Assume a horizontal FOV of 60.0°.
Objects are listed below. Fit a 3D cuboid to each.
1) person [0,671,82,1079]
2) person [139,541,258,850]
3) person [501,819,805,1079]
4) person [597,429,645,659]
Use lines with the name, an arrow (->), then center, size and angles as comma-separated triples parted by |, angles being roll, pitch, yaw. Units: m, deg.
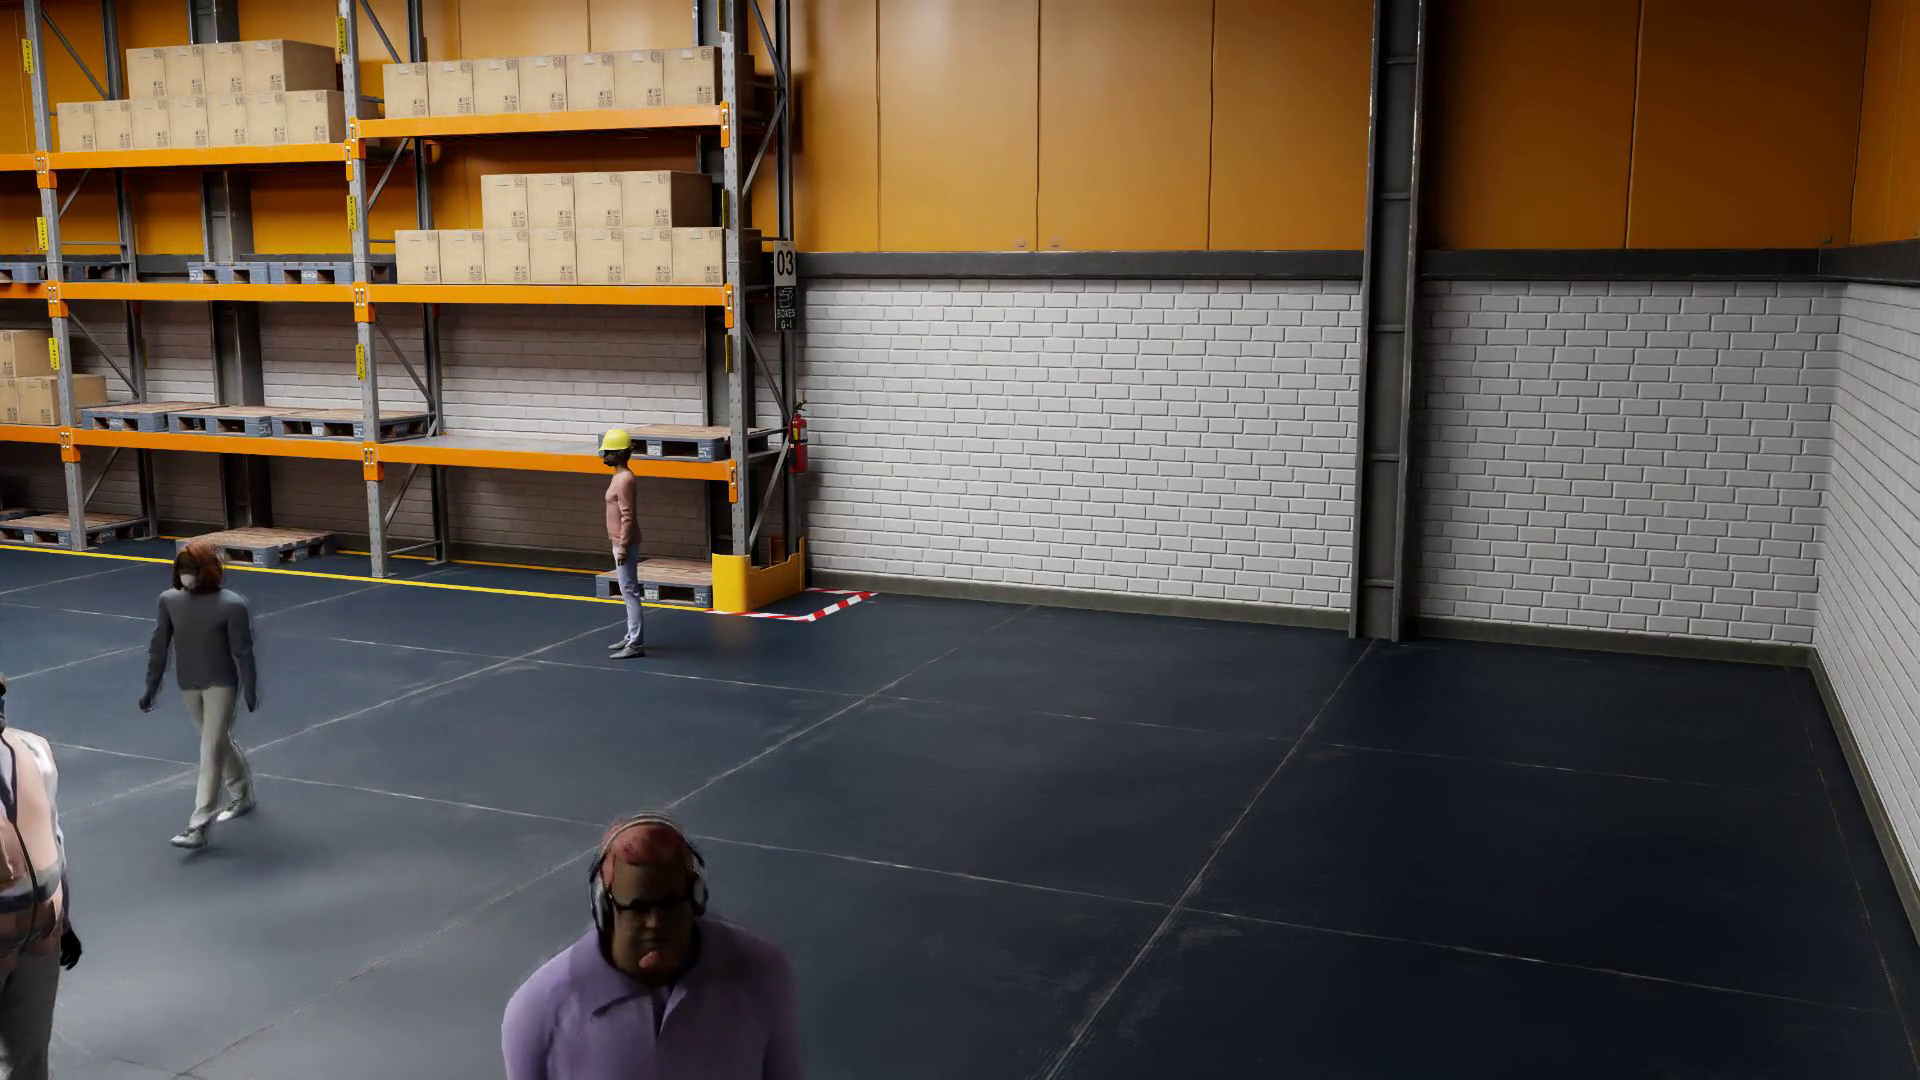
person -> -2.985, 1.258, 5.123 | 0.429, 1.844, 0.623 | 3, 10, 19
person -> -3.982, 0.791, 8.730 | 0.515, 1.587, 0.870 | 2, 10, 13
person -> -0.653, 1.481, 3.614 | 0.652, 1.891, 0.680 | -4, 10, -21
person -> -2.605, 0.030, 12.789 | 0.316, 1.767, 0.535 | -2, 10, -12
